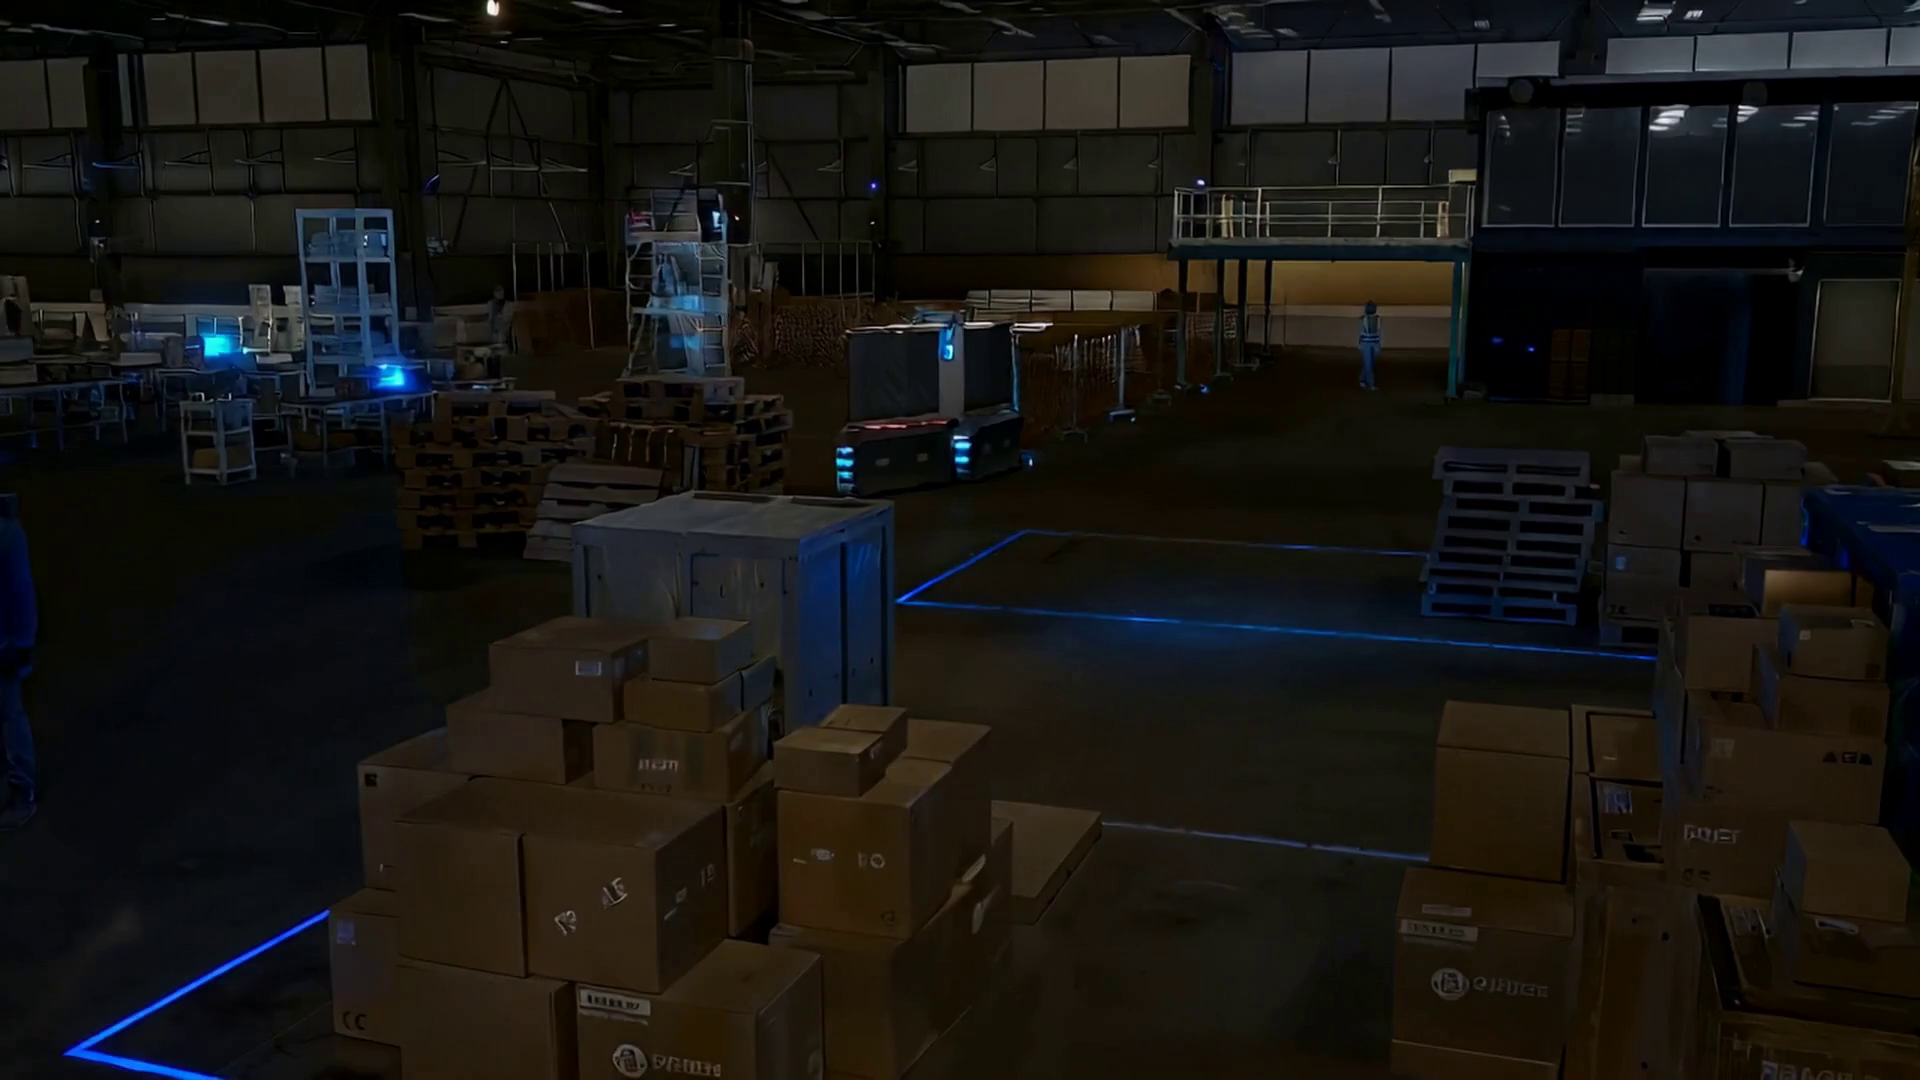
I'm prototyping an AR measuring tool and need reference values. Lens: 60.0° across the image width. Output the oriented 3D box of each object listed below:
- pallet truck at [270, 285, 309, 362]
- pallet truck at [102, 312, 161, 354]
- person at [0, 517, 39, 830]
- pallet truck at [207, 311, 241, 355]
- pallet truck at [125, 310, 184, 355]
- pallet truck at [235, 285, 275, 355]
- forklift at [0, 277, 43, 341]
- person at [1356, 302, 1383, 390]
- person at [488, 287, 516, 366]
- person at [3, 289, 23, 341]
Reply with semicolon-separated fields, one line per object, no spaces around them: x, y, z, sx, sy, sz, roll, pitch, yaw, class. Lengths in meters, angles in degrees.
-17.147;-5.700;43.663;0.823;1.965;1.885;3;11;17;pallet truck
-23.057;-5.777;46.261;0.680;1.201;1.601;3;11;19;pallet truck
-5.110;0.530;8.616;0.625;1.982;0.399;1;10;5;person
-19.537;-5.575;44.913;0.653;1.274;1.630;3;11;19;pallet truck
-22.038;-5.665;45.457;0.704;1.261;1.522;3;11;17;pallet truck
-18.327;-5.835;44.421;0.823;1.965;1.885;4;11;23;pallet truck
-27.151;-6.329;46.328;1.157;1.987;2.680;3;11;17;forklift
8.628;-4.108;35.135;0.584;1.847;0.942;-3;10;-15;person
-11.564;-5.382;41.931;0.614;1.993;1.068;0;10;3;person
-24.639;-5.556;43.177;0.762;1.889;0.647;-3;11;-17;person
